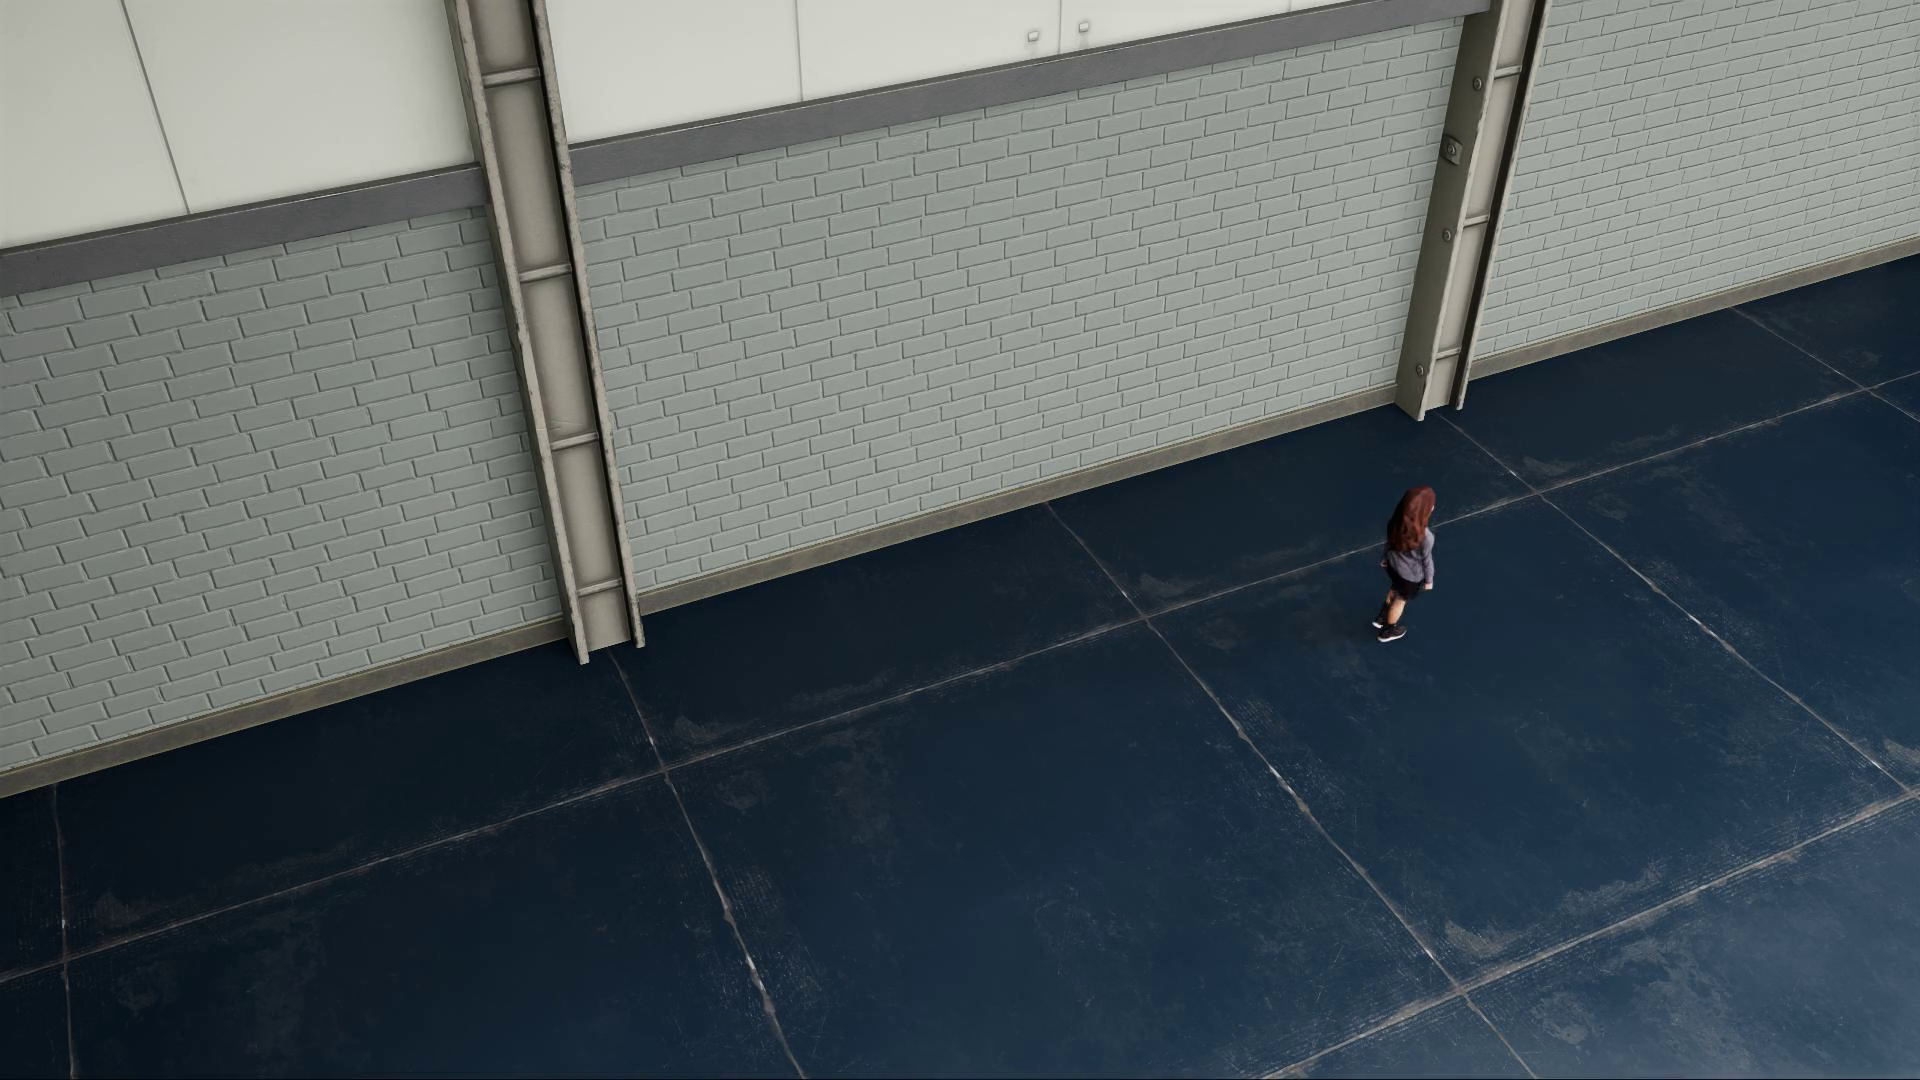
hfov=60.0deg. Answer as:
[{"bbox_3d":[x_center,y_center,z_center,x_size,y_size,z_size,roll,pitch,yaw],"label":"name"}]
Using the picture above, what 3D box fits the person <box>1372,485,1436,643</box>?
[{"bbox_3d":[2.518,0.152,9.538,0.488,1.099,0.483,-14,40,-18],"label":"person"}]
